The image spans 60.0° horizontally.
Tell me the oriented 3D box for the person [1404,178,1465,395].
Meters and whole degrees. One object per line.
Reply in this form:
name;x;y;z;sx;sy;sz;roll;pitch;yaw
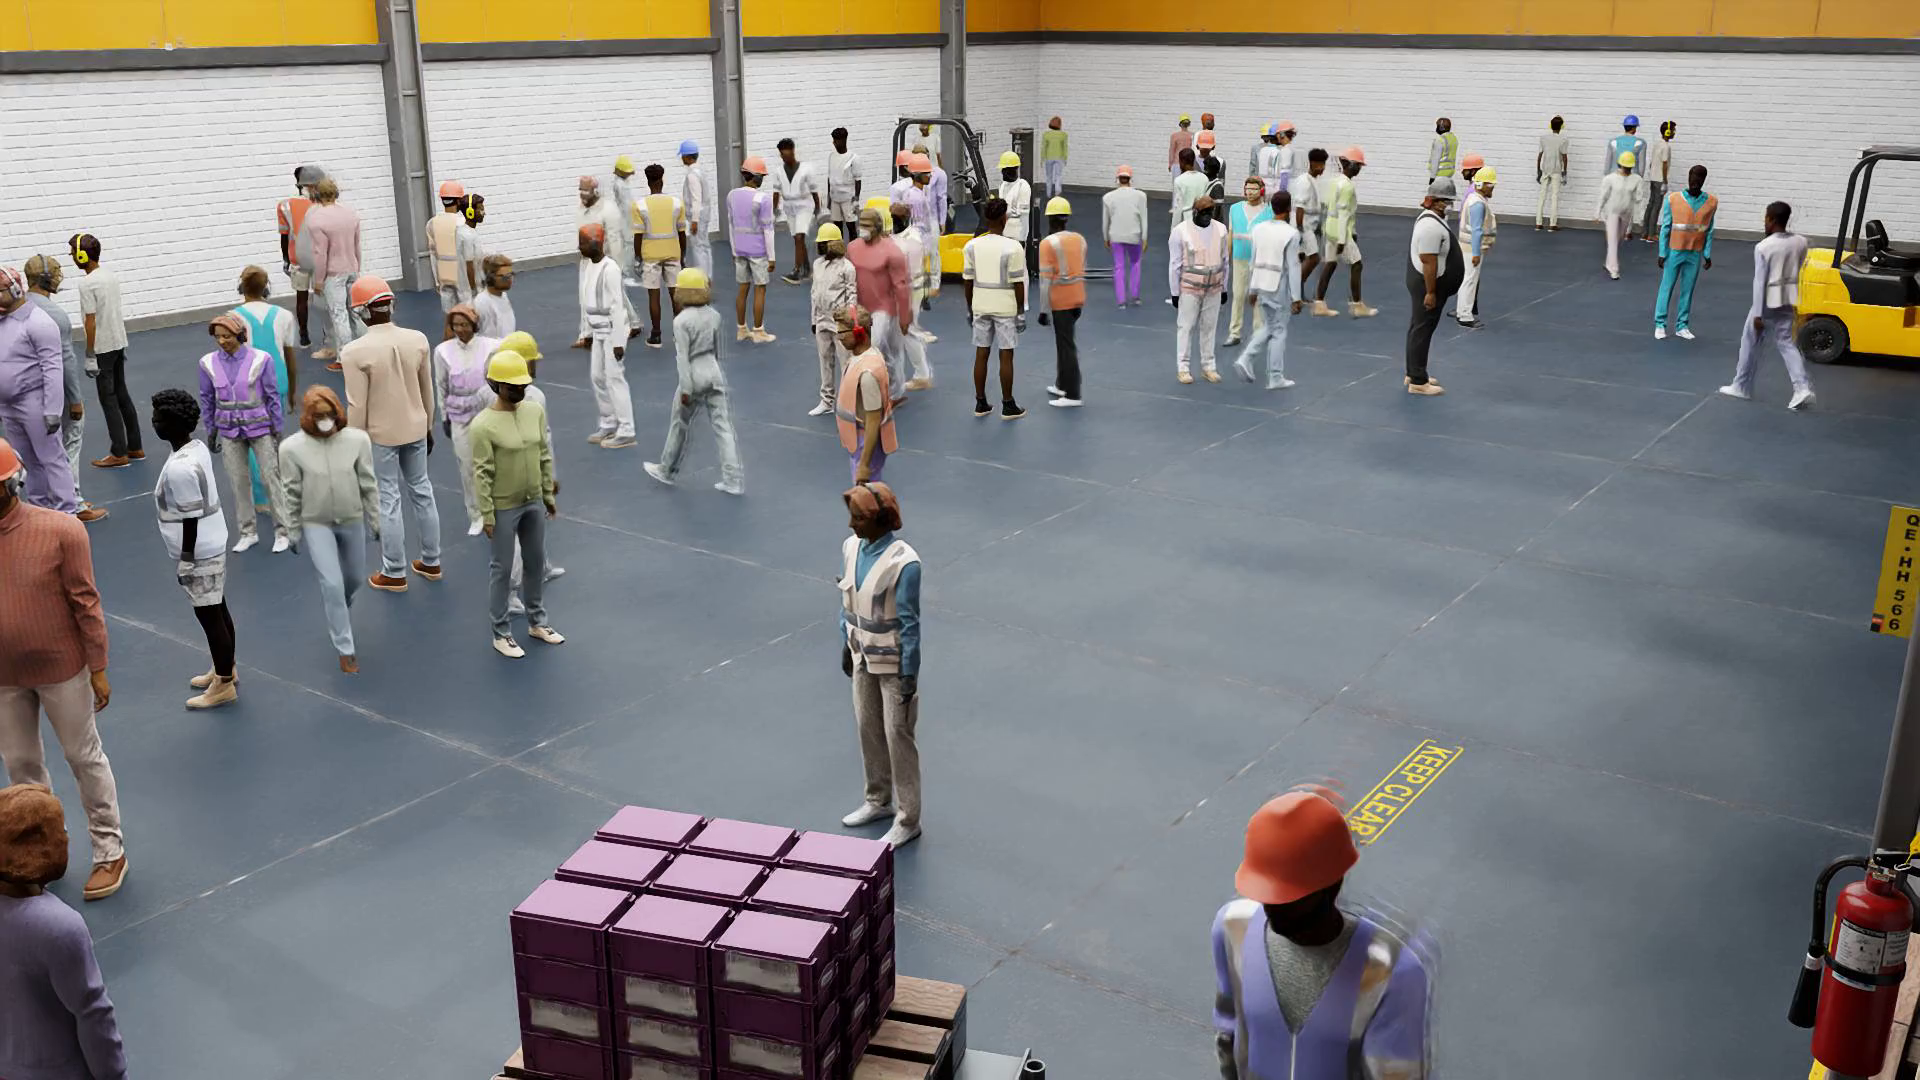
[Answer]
person;4.520;-2.426;15.846;0.536;2.000;0.684;3;18;11

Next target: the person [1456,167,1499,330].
person;5.917;-3.344;19.059;0.404;1.829;0.591;4;18;12

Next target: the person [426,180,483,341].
person;-5.007;-2.608;16.604;0.550;1.926;0.390;6;19;19

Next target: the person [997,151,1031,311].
person;0.627;-3.711;20.074;0.399;1.919;0.581;-11;21;-32

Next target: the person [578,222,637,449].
person;-2.936;-1.700;13.844;0.380;1.875;0.610;-11;21;-30

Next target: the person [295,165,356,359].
person;-6.574;-2.879;17.262;0.602;2.000;0.704;-11;21;-31

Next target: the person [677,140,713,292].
person;-3.407;-4.170;21.452;0.405;1.945;0.615;0;18;-1

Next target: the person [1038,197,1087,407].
person;0.934;-2.192;15.363;0.624;1.891;0.590;14;22;37

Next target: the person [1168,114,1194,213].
person;3.986;-6.728;29.765;0.532;1.756;0.344;-3;18;-9

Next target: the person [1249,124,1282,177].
person;4.946;-5.843;26.976;0.533;1.767;0.327;5;18;14

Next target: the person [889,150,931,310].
person;-0.621;-3.723;20.094;0.554;1.927;0.389;-10;20;-29

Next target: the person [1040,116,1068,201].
person;1.780;-7.197;31.470;0.523;1.605;0.707;1;18;3

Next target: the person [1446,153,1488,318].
person;6.027;-3.602;19.709;0.387;1.929;0.547;10;20;28

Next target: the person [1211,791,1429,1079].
person;0.810;1.463;3.956;0.561;1.877;1.027;10;20;28

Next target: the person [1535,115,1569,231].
person;9.766;-6.044;27.427;0.533;1.876;0.320;15;23;38

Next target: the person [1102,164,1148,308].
person;2.036;-3.739;20.466;0.572;1.715;0.717;3;18;11

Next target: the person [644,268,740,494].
person;-2.029;-1.210;12.597;0.868;1.698;0.496;14;22;37

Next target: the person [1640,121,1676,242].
person;11.006;-5.635;26.160;0.325;1.871;0.516;0;18;1

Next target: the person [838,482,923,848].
person;-0.338;0.532;7.256;0.312;1.631;0.529;-14;22;-37

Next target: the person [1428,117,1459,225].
person;7.940;-6.034;27.468;0.430;1.836;0.626;16;24;40

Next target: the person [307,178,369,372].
person;-6.262;-2.659;16.742;0.376;1.937;0.629;8;19;22

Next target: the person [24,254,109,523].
person;-6.377;-1.049;11.730;0.636;1.928;0.384;13;22;35

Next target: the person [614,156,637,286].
person;-4.444;-4.219;22.002;0.371;1.700;0.569;-4;18;-12

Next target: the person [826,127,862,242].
person;-1.659;-4.843;23.536;0.604;1.959;0.377;13;22;35

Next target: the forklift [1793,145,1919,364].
forklift;9.803;-2.879;17.013;2.313;2.155;1.214;12;21;33

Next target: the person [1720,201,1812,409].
person;7.529;-2.164;15.299;0.597;1.879;0.970;-5;18;-16

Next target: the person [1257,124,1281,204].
person;4.576;-5.118;24.436;0.416;1.939;0.604;-6;19;-19

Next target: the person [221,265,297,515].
person;-4.965;-1.033;11.882;0.581;1.799;0.697;-12;21;-33

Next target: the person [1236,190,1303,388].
person;2.996;-2.382;15.943;0.512;1.902;0.613;-10;20;-27

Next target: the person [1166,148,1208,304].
person;2.818;-3.873;20.577;0.392;1.914;0.587;17;24;42

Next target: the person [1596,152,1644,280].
person;8.992;-4.431;22.664;0.574;1.704;0.942;1;18;2

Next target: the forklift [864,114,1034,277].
forklift;-0.171;-4.594;22.377;2.313;2.155;1.214;1;18;3

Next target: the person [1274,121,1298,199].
person;4.675;-4.975;23.884;0.519;2.011;0.681;5;18;15
